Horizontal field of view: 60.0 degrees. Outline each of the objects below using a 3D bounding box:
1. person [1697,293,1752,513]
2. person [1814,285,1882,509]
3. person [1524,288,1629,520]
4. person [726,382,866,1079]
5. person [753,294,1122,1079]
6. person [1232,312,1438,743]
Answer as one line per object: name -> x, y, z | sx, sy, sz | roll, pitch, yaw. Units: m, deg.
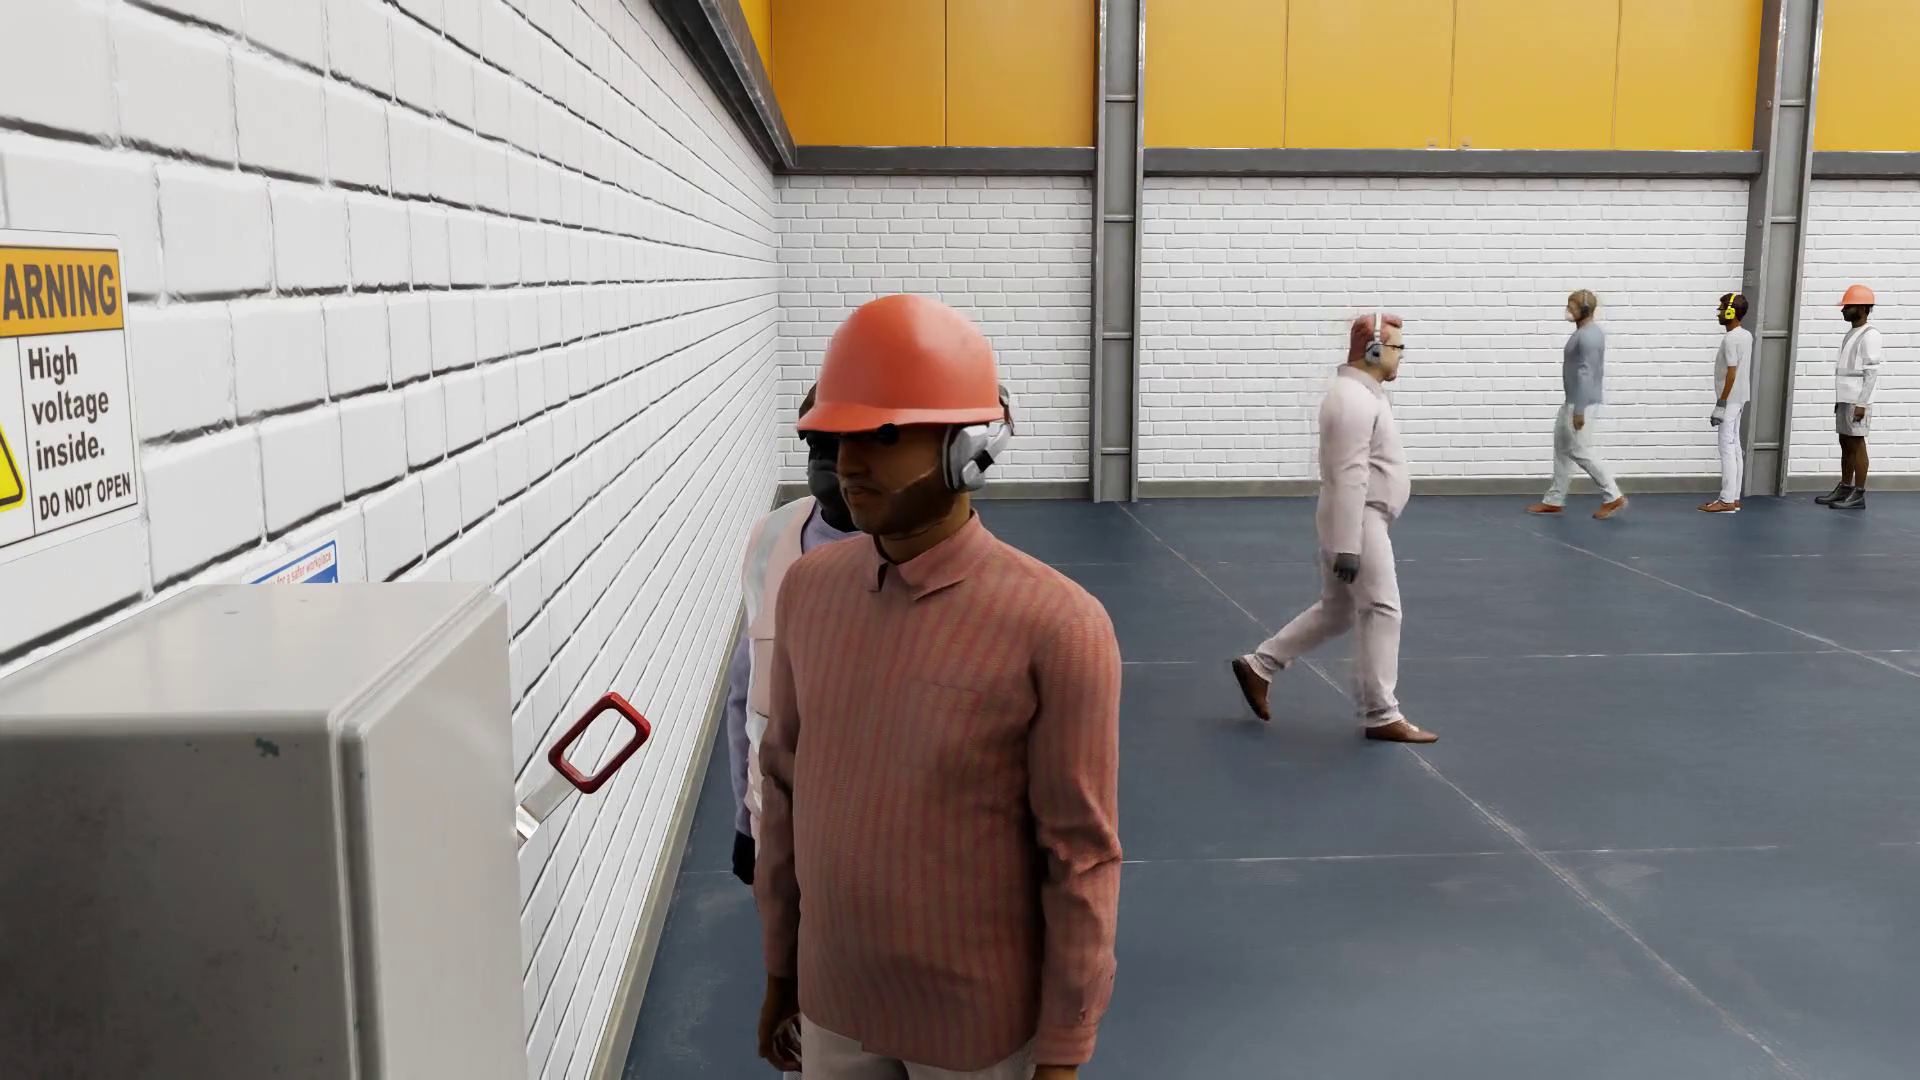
person -> 6.546, -1.163, 14.192 | 0.327, 1.874, 0.520 | 7, 12, 38
person -> 7.719, -1.231, 14.404 | 0.361, 1.939, 0.542 | 1, 9, 7
person -> 5.180, -1.125, 13.834 | 0.708, 1.933, 0.643 | 3, 9, 15
person -> -0.203, 0.584, 3.314 | 0.627, 1.844, 0.429 | 4, 10, 26
person -> -0.061, 0.654, 2.394 | 0.611, 1.995, 0.380 | 6, 11, 35
person -> 1.652, -0.055, 7.253 | 0.824, 1.875, 0.645 | 2, 9, 11
